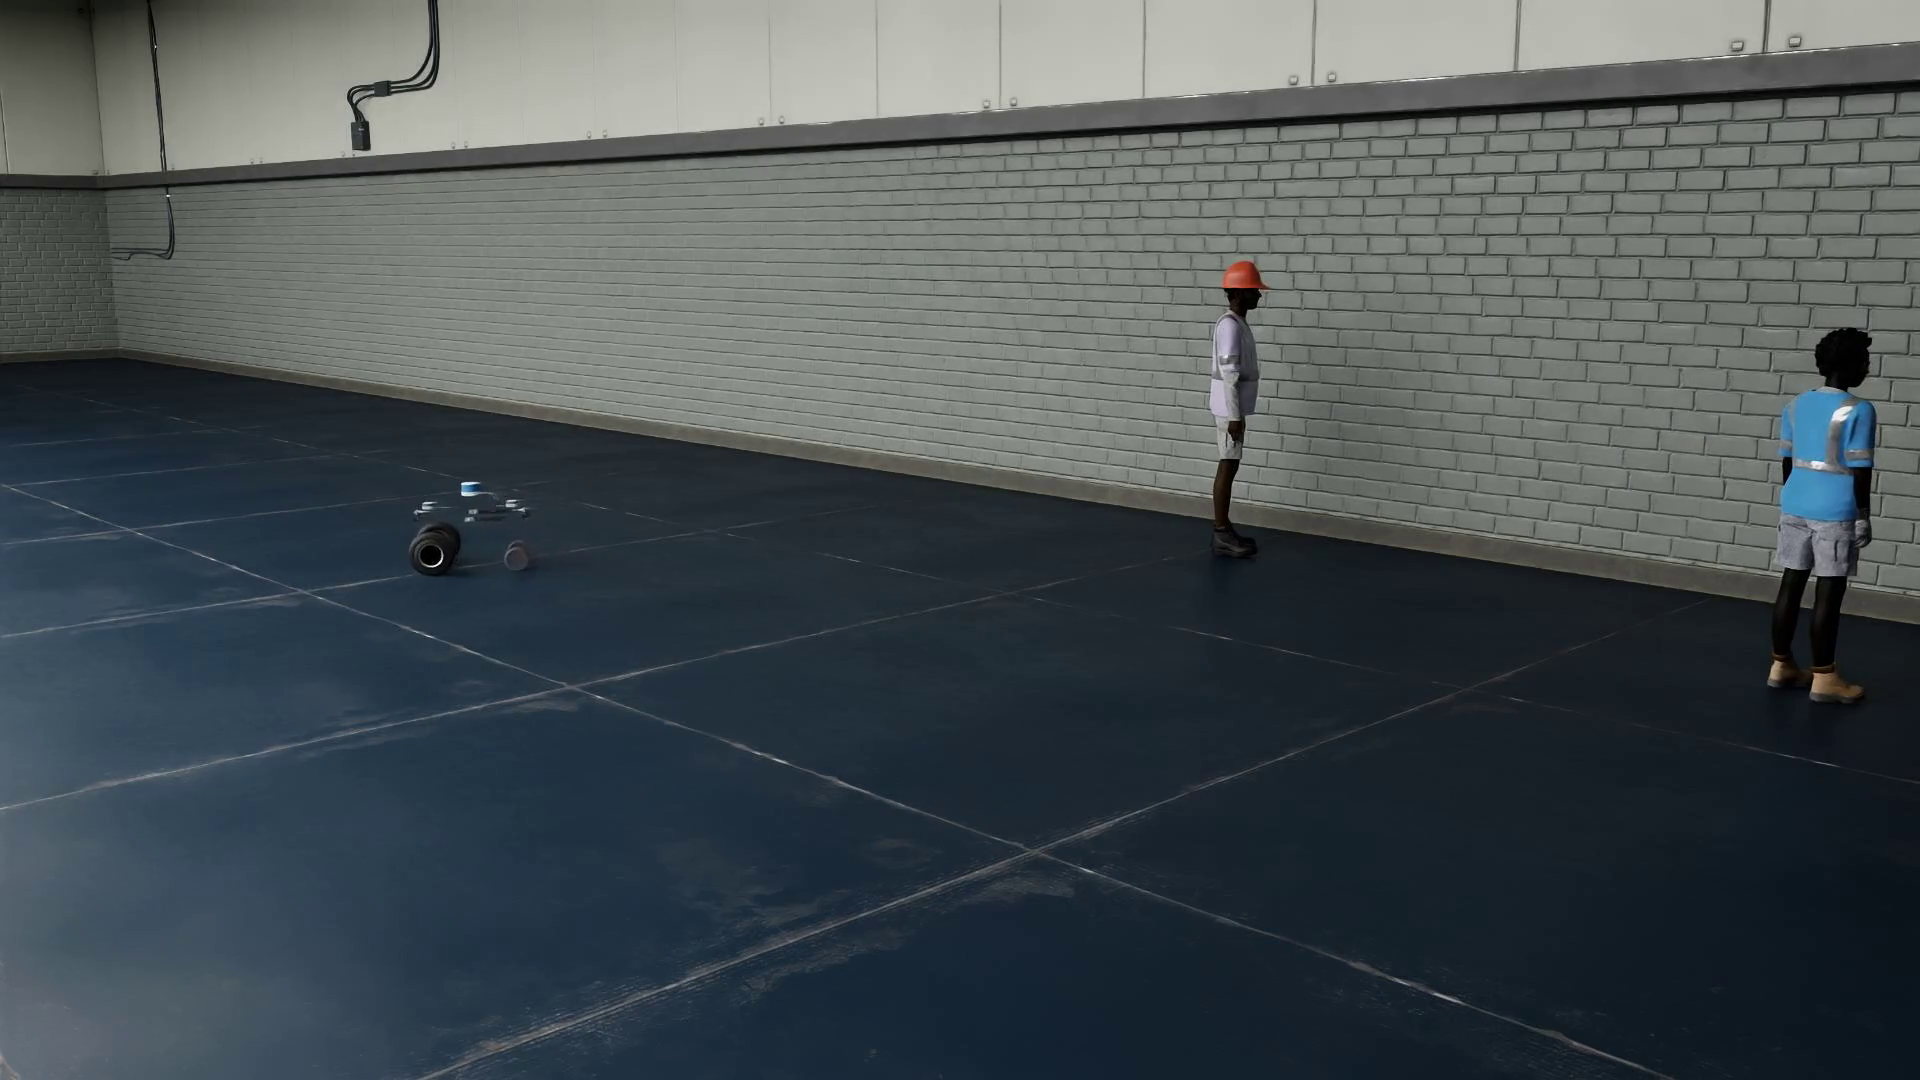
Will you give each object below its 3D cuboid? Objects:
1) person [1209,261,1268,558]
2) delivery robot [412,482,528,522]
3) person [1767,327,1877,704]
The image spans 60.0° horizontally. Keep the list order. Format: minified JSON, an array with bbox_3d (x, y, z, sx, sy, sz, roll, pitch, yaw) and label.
[{"bbox_3d":[1.844,-0.874,11.073,0.360,1.939,0.543,2,11,10],"label":"person"},{"bbox_3d":[-3.126,-0.253,10.613,0.698,0.223,0.335,-2,11,-11],"label":"delivery robot"},{"bbox_3d":[3.962,-0.121,7.623,0.322,1.698,0.533,-2,11,-12],"label":"person"}]
